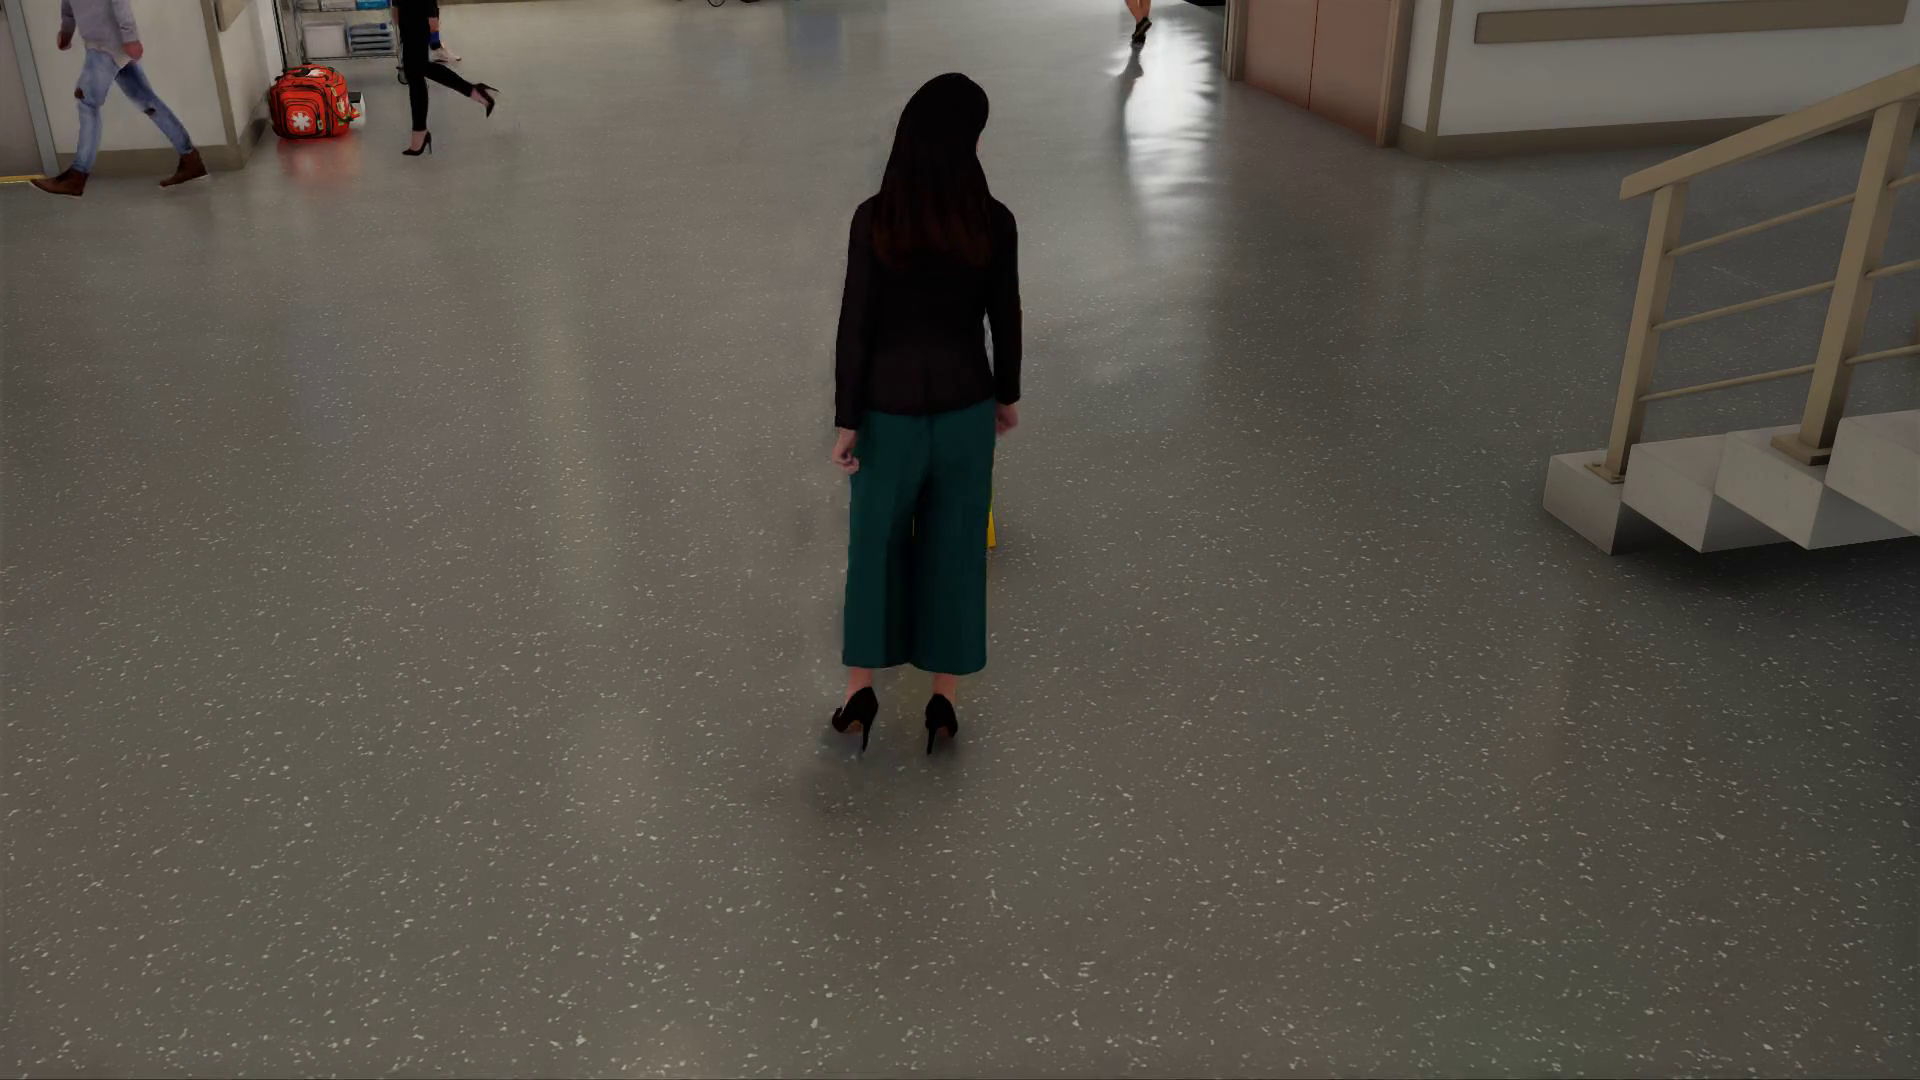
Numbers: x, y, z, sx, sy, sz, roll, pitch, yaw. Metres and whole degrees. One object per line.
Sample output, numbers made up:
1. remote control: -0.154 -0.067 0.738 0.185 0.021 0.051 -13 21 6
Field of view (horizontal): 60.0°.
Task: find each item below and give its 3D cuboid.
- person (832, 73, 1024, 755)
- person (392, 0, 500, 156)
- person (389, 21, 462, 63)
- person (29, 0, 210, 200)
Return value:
1. person: -0.096 -0.237 4.118 0.706 1.704 0.660 -9 27 -17
2. person: -3.353 -3.296 10.471 0.889 1.697 0.973 -20 32 -36
3. person: -4.492 -4.740 13.404 0.996 1.750 0.954 7 27 15
4. person: -4.733 -2.841 9.420 1.012 1.788 1.215 -18 31 -33
